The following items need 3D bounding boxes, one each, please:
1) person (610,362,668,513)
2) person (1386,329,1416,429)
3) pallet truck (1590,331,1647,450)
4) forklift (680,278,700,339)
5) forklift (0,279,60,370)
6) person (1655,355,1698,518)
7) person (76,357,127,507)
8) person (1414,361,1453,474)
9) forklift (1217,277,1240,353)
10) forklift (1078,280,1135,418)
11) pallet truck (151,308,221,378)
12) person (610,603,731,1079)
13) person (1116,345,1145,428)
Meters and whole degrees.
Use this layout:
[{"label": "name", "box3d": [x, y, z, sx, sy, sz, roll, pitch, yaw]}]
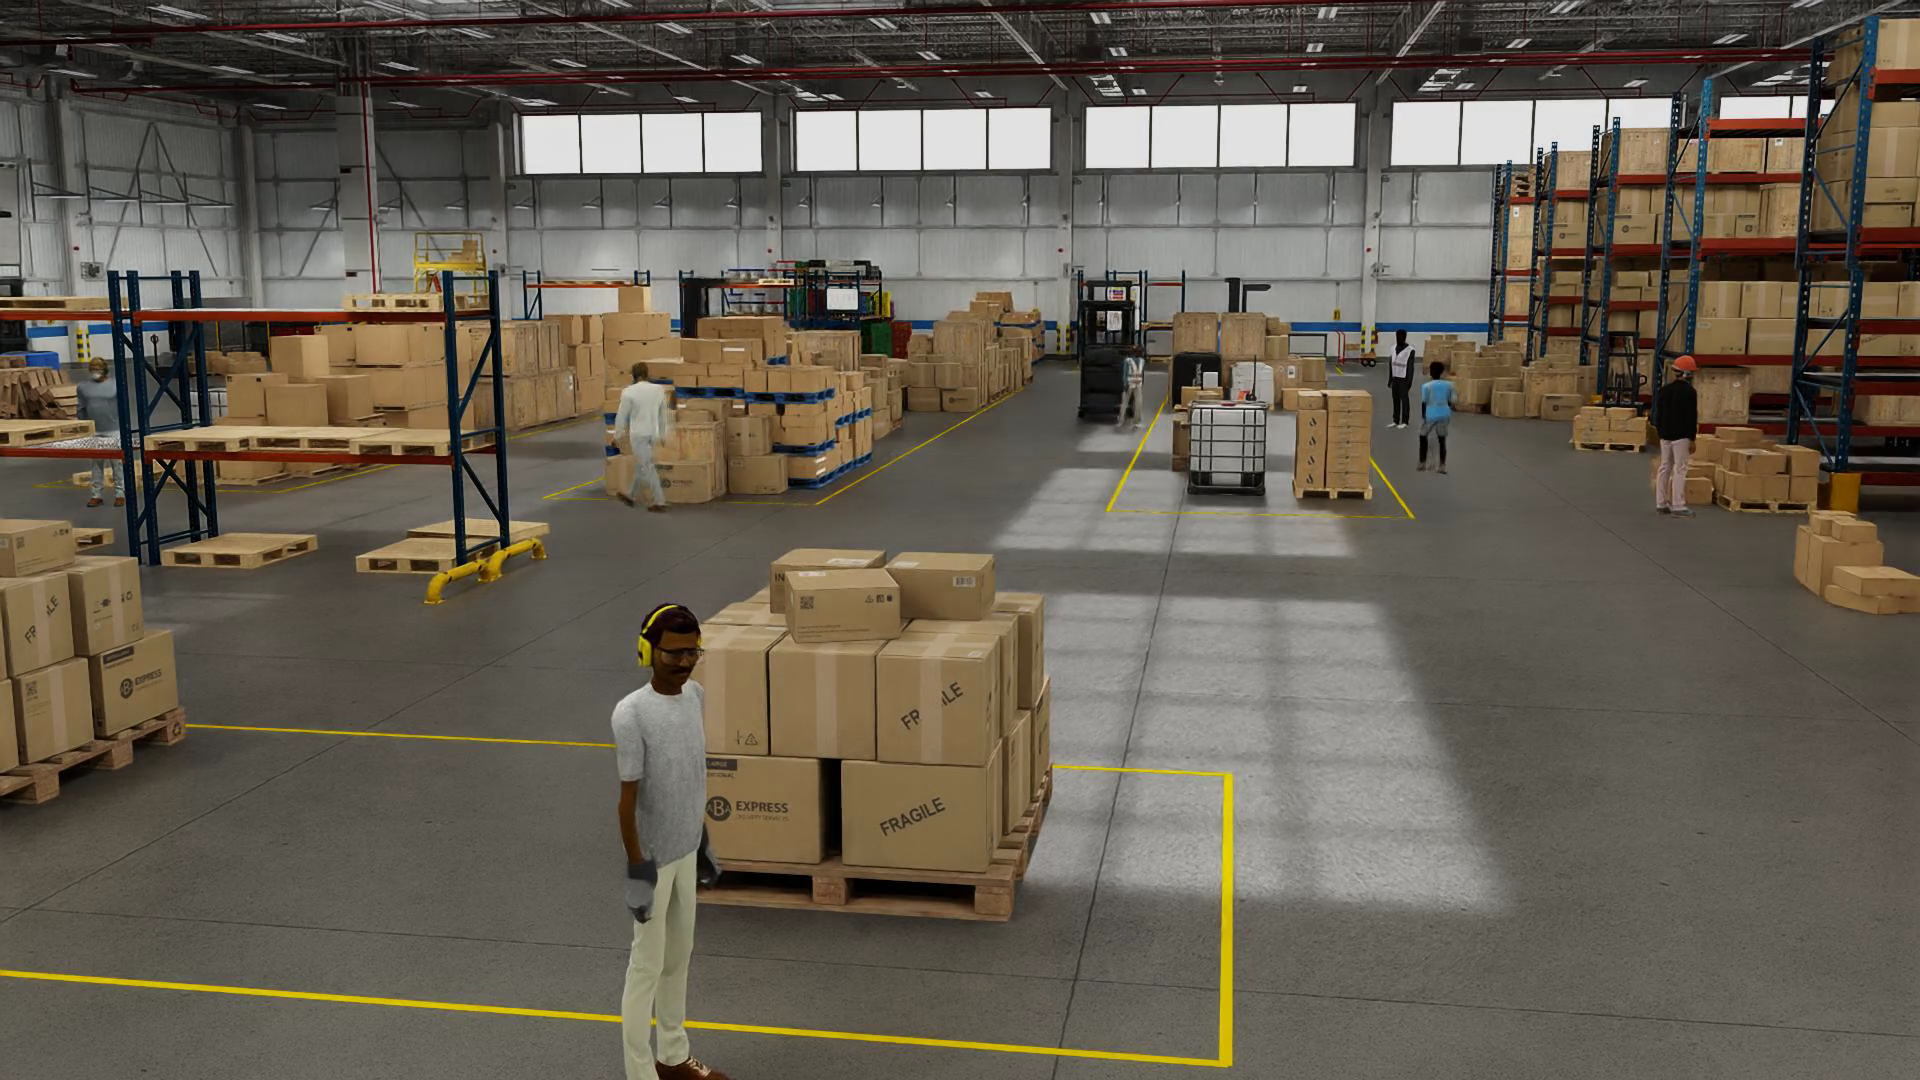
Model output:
[{"label": "person", "box3d": [-4.051, -1.298, 20.971, 1.029, 1.879, 0.630, 7, 11, 36]}, {"label": "person", "box3d": [8.504, -3.102, 32.040, 0.398, 1.911, 0.587, -5, 11, -30]}, {"label": "pallet truck", "box3d": [11.253, -2.573, 28.499, 0.823, 1.965, 1.885, 5, 10, 27]}, {"label": "forklift", "box3d": [-7.303, -5.733, 45.274, 1.873, 2.768, 1.129, 0, 9, 2]}, {"label": "forklift", "box3d": [-22.592, -4.798, 39.505, 1.873, 2.768, 1.129, 1, 9, 9]}, {"label": "person", "box3d": [8.839, -1.271, 20.473, 0.387, 1.996, 0.611, -3, 10, -17]}, {"label": "person", "box3d": [-11.002, -1.386, 21.370, 0.630, 1.937, 0.373, -2, 9, -10]}, {"label": "person", "box3d": [7.118, -1.845, 25.016, 0.549, 1.673, 0.716, -2, 9, -11]}, {"label": "forklift", "box3d": [7.922, -6.231, 48.347, 1.873, 2.768, 1.129, 1, 9, 9]}, {"label": "forklift", "box3d": [3.097, -3.999, 34.577, 1.129, 2.768, 1.873, 1, 9, 8]}, {"label": "pallet truck", "box3d": [-21.869, -5.598, 47.154, 0.823, 1.965, 1.885, 4, 10, 26]}, {"label": "person", "box3d": [-1.037, 1.144, 5.992, 0.333, 1.864, 0.520, 4, 10, 24]}, {"label": "person", "box3d": [3.296, -2.963, 32.121, 0.533, 1.604, 0.600, -6, 11, -31]}]
